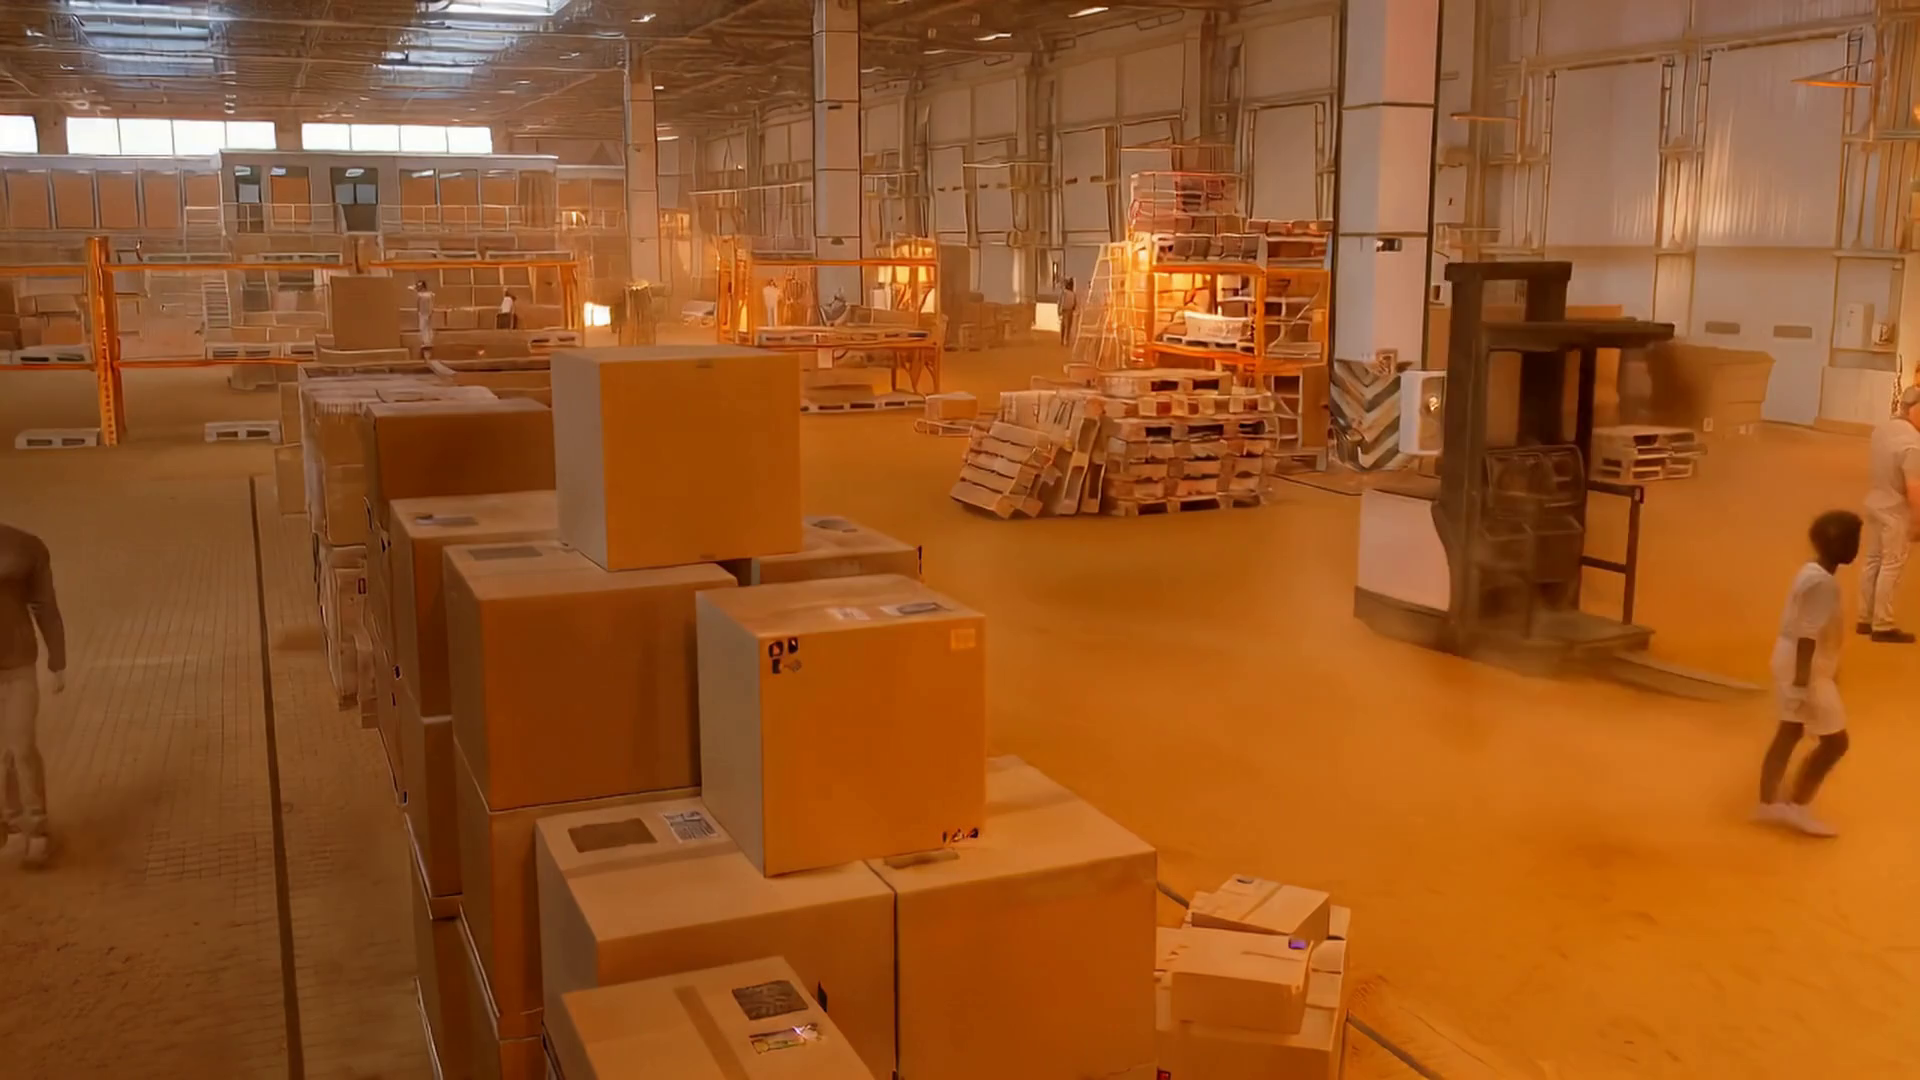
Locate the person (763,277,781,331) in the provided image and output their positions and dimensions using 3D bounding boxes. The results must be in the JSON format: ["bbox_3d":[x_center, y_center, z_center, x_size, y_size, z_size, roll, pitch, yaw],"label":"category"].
[{"bbox_3d":[-5.513,-6.770,48.803,0.519,1.865,0.327,1,10,3],"label":"person"}]

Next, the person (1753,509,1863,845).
[{"bbox_3d":[4.253,0.673,8.267,0.490,1.672,0.546,4,11,20],"label":"person"}]

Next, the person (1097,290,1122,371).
[{"bbox_3d":[3.275,-4.568,36.601,0.630,1.936,0.514,-6,12,-28],"label":"person"}]

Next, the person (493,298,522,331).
[{"bbox_3d":[-8.437,-3.574,31.134,0.585,1.881,0.337,2,11,13],"label":"person"}]

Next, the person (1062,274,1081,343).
[{"bbox_3d":[3.175,-6.668,47.925,0.626,1.981,0.408,7,13,35],"label":"person"}]

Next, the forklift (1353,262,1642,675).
[{"bbox_3d":[3.919,-0.627,12.142,1.129,2.768,1.873,-5,12,-27],"label":"forklift"}]

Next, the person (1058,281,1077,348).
[{"bbox_3d":[2.981,-6.189,45.662,0.621,1.845,0.430,-8,13,-39],"label":"person"}]

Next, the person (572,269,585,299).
[{"bbox_3d":[-14.256,-9.085,61.551,0.620,1.861,0.696,5,11,26],"label":"person"}]

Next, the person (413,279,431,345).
[{"bbox_3d":[-14.614,-6.146,45.273,0.661,1.896,0.479,7,12,34],"label":"person"}]

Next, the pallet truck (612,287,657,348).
[{"bbox_3d":[-6.464,-4.406,35.401,0.823,1.965,1.885,6,12,32],"label":"pallet truck"}]

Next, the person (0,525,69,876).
[{"bbox_3d":[-4.587,0.641,7.817,0.643,1.908,0.760,-3,11,-17],"label":"person"}]

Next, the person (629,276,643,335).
[{"bbox_3d":[-10.098,-7.314,51.865,0.429,1.840,0.630,1,10,6],"label":"person"}]

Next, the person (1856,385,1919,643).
[{"bbox_3d":[6.967,-0.192,12.379,0.384,1.930,0.634,0,10,1],"label":"person"}]

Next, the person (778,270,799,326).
[{"bbox_3d":[-5.920,-8.362,57.465,0.851,1.912,0.623,-5,11,-26],"label":"person"}]

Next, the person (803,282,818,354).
[{"bbox_3d":[-3.692,-5.754,43.183,0.680,1.880,0.664,-2,10,-9],"label":"person"}]
